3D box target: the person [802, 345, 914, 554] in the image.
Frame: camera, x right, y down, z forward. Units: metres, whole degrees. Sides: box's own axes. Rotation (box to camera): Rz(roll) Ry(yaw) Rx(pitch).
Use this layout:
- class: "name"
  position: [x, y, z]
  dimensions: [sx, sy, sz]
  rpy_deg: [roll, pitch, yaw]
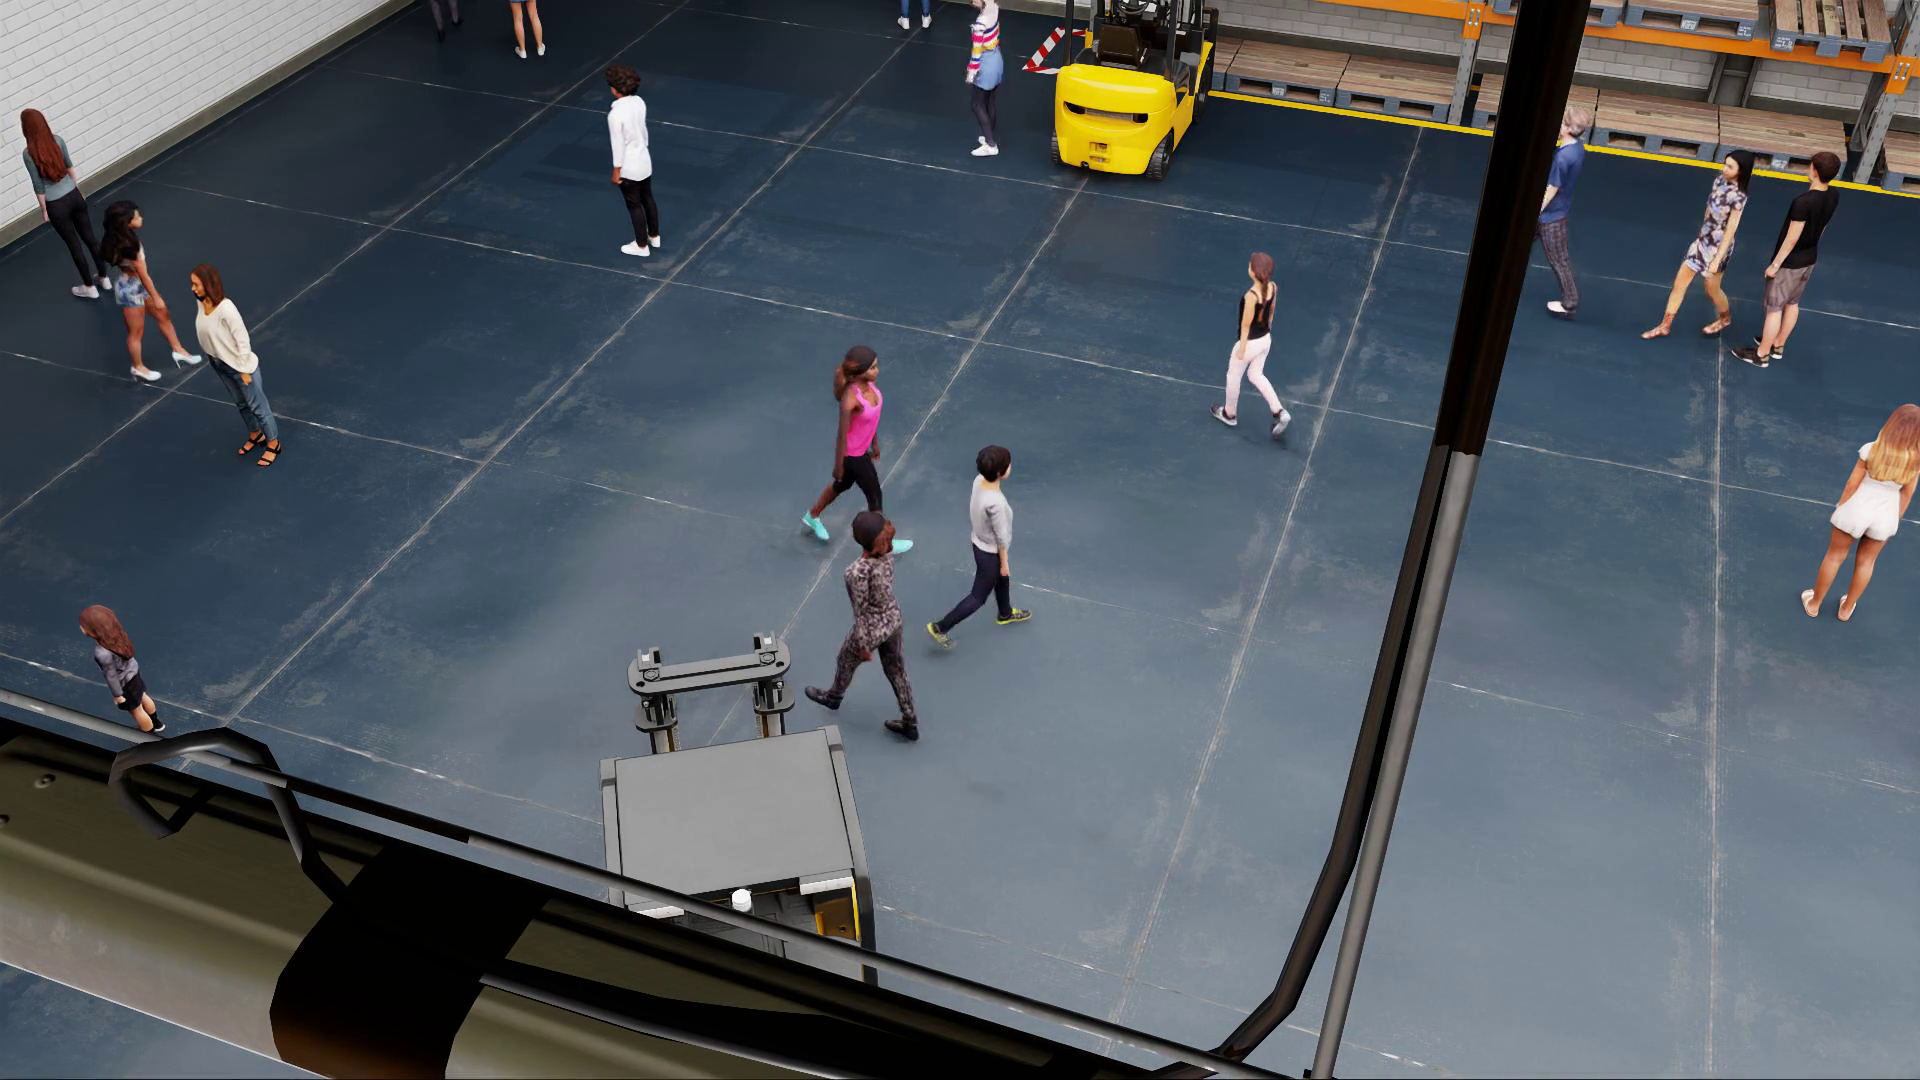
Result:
- class: "person"
  position: [-0.815, -0.625, 11.603]
  dimensions: [1.073, 1.687, 0.590]
  rpy_deg: [15, 41, 18]

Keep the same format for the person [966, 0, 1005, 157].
- class: "person"
  position: [0.283, -4.749, 16.690]
  dimensions: [0.737, 1.784, 0.659]
  rpy_deg: [-31, 48, -33]

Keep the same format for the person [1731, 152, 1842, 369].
- class: "person"
  position: [6.793, -2.281, 13.537]
  dimensions: [0.768, 1.861, 0.787]
  rpy_deg: [-22, 44, -26]

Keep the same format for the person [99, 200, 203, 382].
- class: "person"
  position: [-6.674, -1.949, 13.338]
  dimensions: [0.888, 1.590, 0.825]
  rpy_deg: [-17, 42, -20]

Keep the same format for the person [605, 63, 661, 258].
- class: "person"
  position: [-2.954, -3.431, 15.018]
  dimensions: [0.609, 1.810, 0.656]
  rpy_deg: [18, 42, 21]

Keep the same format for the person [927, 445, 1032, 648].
- class: "person"
  position: [0.117, 0.064, 10.868]
  dimensions: [1.064, 1.527, 0.938]
  rpy_deg: [-11, 40, -14]

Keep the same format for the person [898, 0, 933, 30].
- class: "person"
  position: [-0.558, -6.862, 19.314]
  dimensions: [0.675, 1.811, 0.812]
  rpy_deg: [-5, 39, -6]

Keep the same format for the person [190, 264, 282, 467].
- class: "person"
  position: [-5.443, -1.332, 12.492]
  dimensions: [0.574, 1.682, 0.739]
  rpy_deg: [25, 45, 28]

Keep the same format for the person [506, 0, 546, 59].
- class: "person"
  position: [-4.956, -6.250, 18.691]
  dimensions: [0.719, 1.631, 0.787]
  rpy_deg: [-15, 41, -18]

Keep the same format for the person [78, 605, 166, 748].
- class: "person"
  position: [-5.157, 0.831, 10.246]
  dimensions: [0.576, 1.105, 0.534]
  rpy_deg: [-10, 40, -13]

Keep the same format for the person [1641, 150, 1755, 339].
- class: "person"
  position: [6.339, -2.419, 13.828]
  dimensions: [1.102, 1.713, 0.947]
  rpy_deg: [-8, 39, -10]

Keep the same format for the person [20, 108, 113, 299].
- class: "person"
  position: [-7.779, -2.920, 14.436]
  dimensions: [0.575, 1.738, 0.599]
  rpy_deg: [18, 42, 21]

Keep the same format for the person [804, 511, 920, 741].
- class: "person"
  position: [-0.437, 0.572, 10.108]
  dimensions: [1.084, 1.682, 0.754]
  rpy_deg: [21, 43, 24]

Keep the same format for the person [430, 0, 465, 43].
- class: "person"
  position: [-6.023, -6.559, 18.976]
  dimensions: [0.909, 1.758, 0.902]
  rpy_deg: [-1, 39, -1]

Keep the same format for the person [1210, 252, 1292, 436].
- class: "person"
  position: [2.303, -1.484, 12.789]
  dimensions: [0.791, 1.549, 0.983]
  rpy_deg: [-29, 47, -31]

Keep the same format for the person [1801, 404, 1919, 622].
- class: "person"
  position: [6.022, -0.176, 11.033]
  dimensions: [0.478, 1.697, 0.622]
  rpy_deg: [12, 40, 15]
